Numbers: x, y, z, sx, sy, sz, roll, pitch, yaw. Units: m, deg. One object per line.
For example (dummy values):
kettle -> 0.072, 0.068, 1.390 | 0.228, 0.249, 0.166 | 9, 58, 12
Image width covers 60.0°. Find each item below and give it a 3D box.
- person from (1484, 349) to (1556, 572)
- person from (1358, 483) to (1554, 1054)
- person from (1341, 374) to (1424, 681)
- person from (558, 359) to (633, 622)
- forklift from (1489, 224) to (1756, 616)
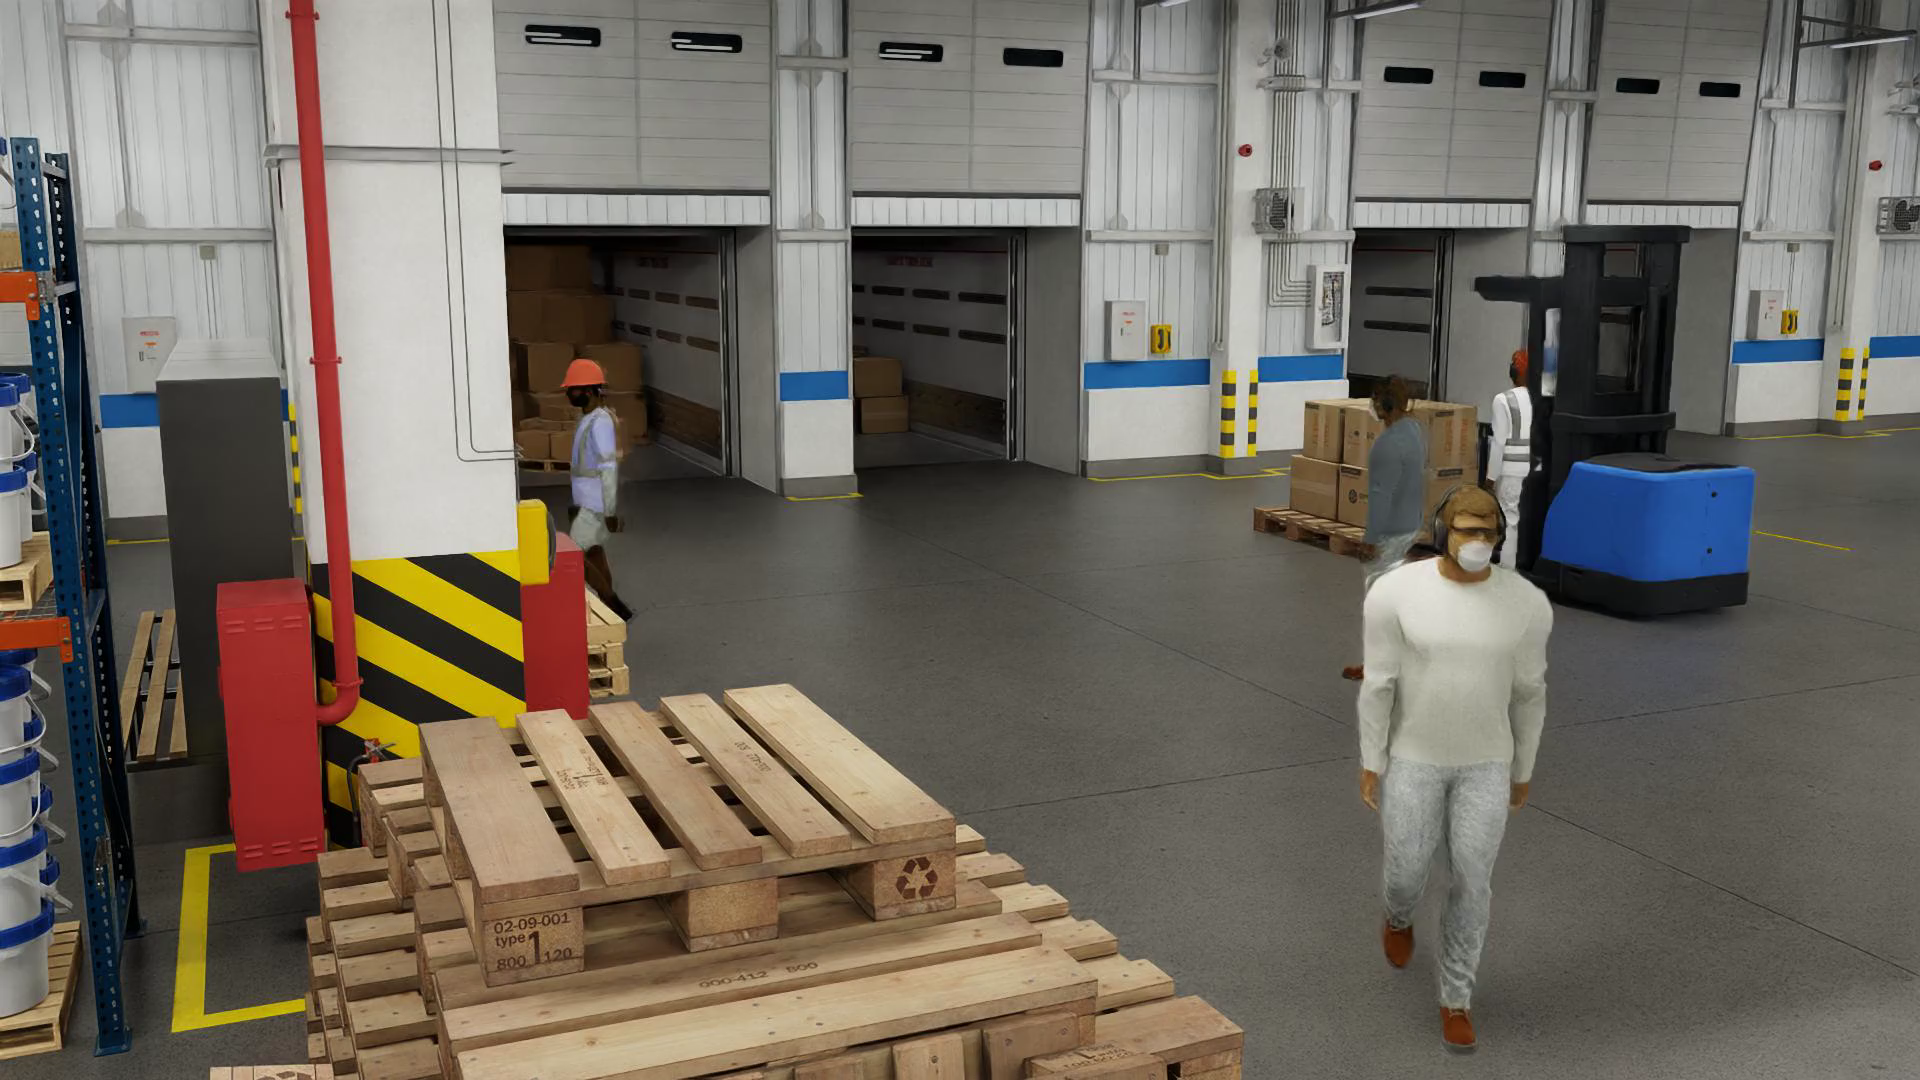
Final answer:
person -> 4.314, -0.525, 12.835 | 0.572, 1.883, 0.356 | -4, 11, -19
person -> 1.682, 0.738, 5.743 | 0.629, 1.926, 0.624 | 2, 10, 9
person -> 2.687, -0.047, 10.112 | 0.577, 1.919, 0.631 | 5, 11, 24
person -> -2.525, -0.266, 11.285 | 0.403, 1.919, 0.553 | -3, 11, -17
forklift -> 4.938, -0.970, 12.534 | 1.129, 2.768, 1.873 | -4, 11, -23
